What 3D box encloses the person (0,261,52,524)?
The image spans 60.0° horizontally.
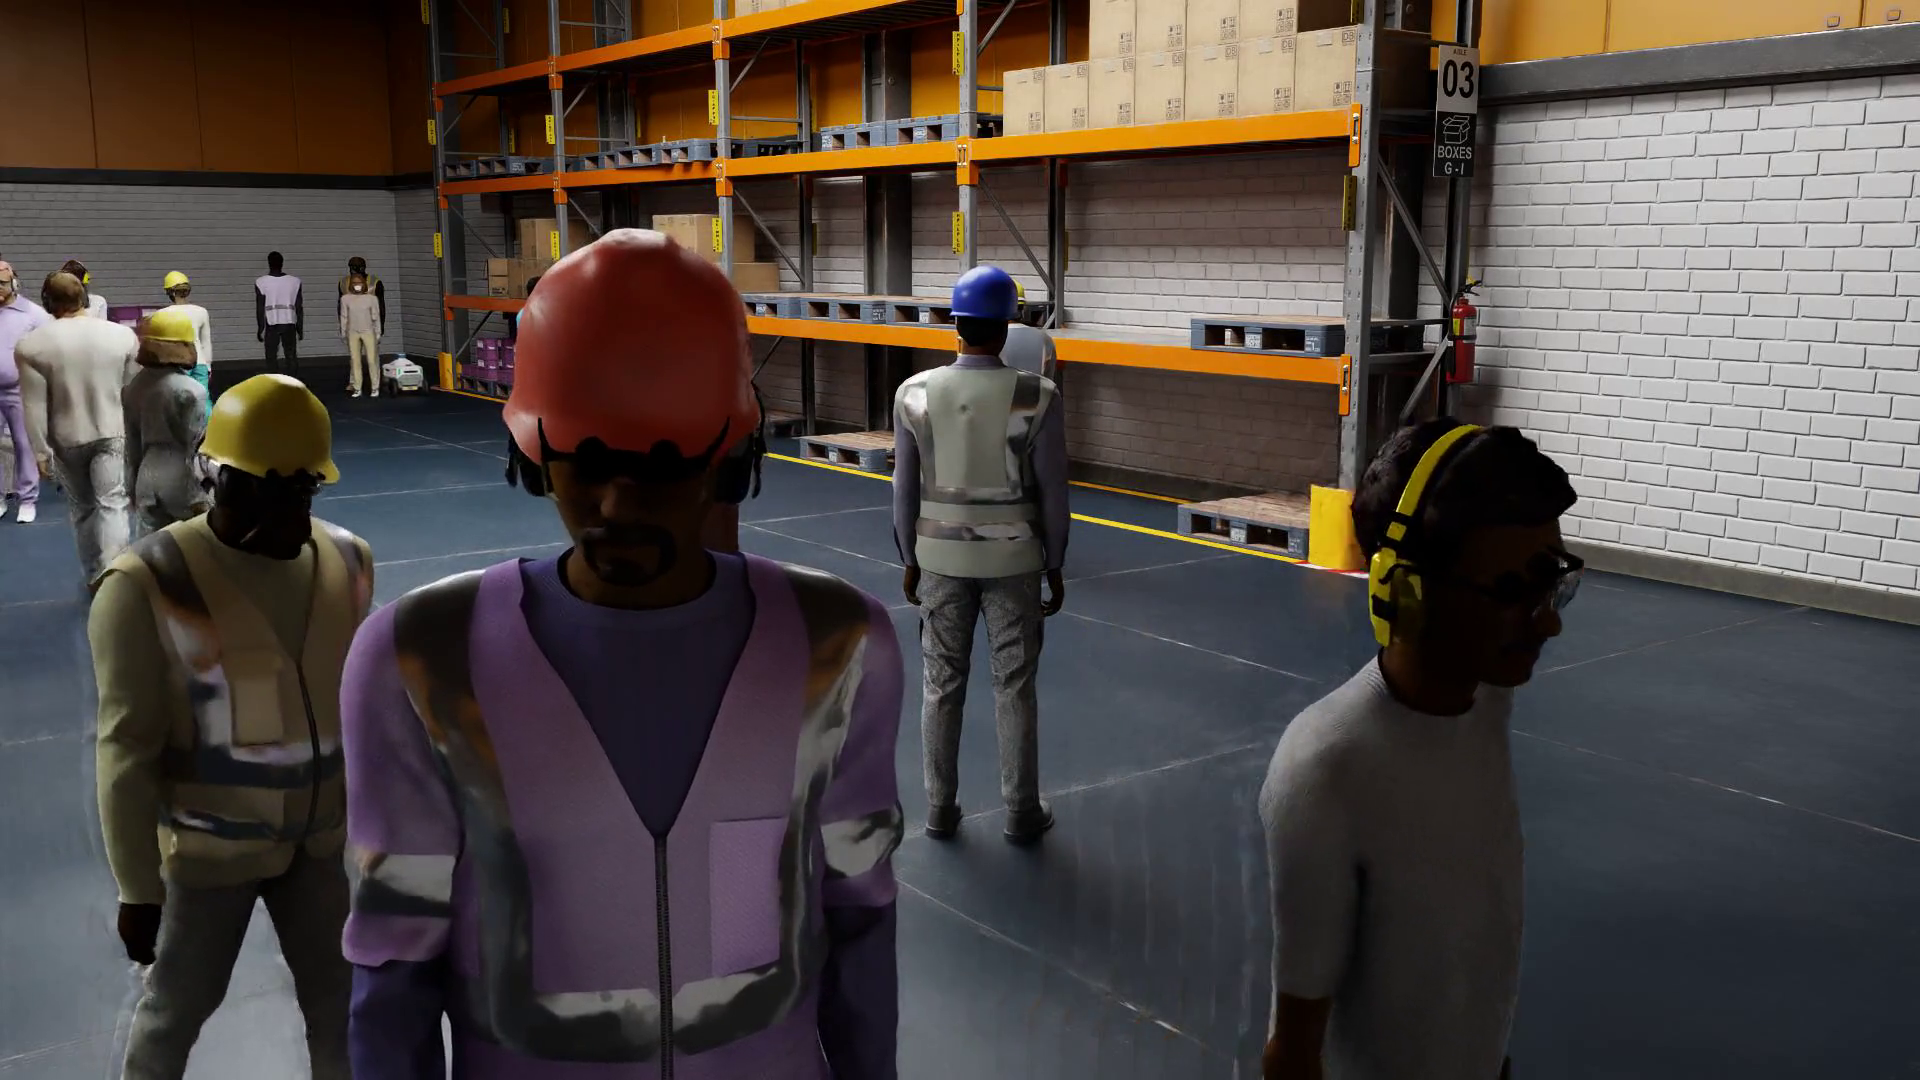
[{"bbox_3d":[-6.838,-1.043,11.922,0.681,1.891,0.558,-3,11,-16],"label":"person"}]

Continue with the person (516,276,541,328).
[{"bbox_3d":[-4.189,-1.771,16.575,0.320,1.697,0.538,5,11,24],"label":"person"}]

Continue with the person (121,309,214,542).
[{"bbox_3d":[-3.841,-0.242,7.980,0.492,1.718,0.763,3,11,15],"label":"person"}]

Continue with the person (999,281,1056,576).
[{"bbox_3d":[0.299,-0.668,10.058,0.591,1.823,0.405,-6,12,-30],"label":"person"}]

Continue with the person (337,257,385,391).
[{"bbox_3d":[-8.217,-2.959,22.830,0.633,1.838,0.429,-1,10,-3],"label":"person"}]

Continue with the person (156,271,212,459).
[{"bbox_3d":[-7.206,-1.605,15.456,0.330,1.765,0.533,6,12,31],"label":"person"}]

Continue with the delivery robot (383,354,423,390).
[{"bbox_3d":[-7.383,-2.221,22.031,0.477,0.478,0.707,-7,12,-34],"label":"delivery robot"}]

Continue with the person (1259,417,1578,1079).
[{"bbox_3d":[0.477,0.749,2.046,0.590,1.840,0.560,7,13,36],"label":"person"}]

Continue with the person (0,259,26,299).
[{"bbox_3d":[-11.964,-2.671,20.649,0.696,2.000,0.789,-9,13,-41],"label":"person"}]

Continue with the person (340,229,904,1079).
[{"bbox_3d":[-0.330,0.697,1.805,0.605,2.034,0.392,-4,11,-20],"label":"person"}]

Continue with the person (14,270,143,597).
[{"bbox_3d":[-4.801,-0.536,9.165,0.638,1.882,1.077,-5,11,-26],"label":"person"}]

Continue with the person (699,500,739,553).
[{"bbox_3d":[-0.688,0.346,3.874,0.383,1.996,0.609,1,10,7],"label":"person"}]

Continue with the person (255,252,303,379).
[{"bbox_3d":[-8.883,-2.791,21.737,0.601,1.909,0.465,-7,12,-35],"label":"person"}]

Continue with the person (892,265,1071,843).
[{"bbox_3d":[0.074,0.061,5.609,0.607,1.948,0.389,3,10,14],"label":"person"}]

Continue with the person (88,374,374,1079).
[{"bbox_3d":[-1.438,0.548,3.328,0.915,1.789,0.613,8,13,37],"label":"person"}]

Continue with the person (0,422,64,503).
[{"bbox_3d":[-7.352,-1.173,12.924,0.673,1.804,0.599,-5,11,-25],"label":"person"}]

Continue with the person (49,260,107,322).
[{"bbox_3d":[-8.089,-1.632,15.320,0.538,1.866,0.313,-7,12,-33],"label":"person"}]

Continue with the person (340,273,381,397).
[{"bbox_3d":[-7.897,-2.697,21.955,0.513,1.633,0.300,-1,10,-3],"label":"person"}]
